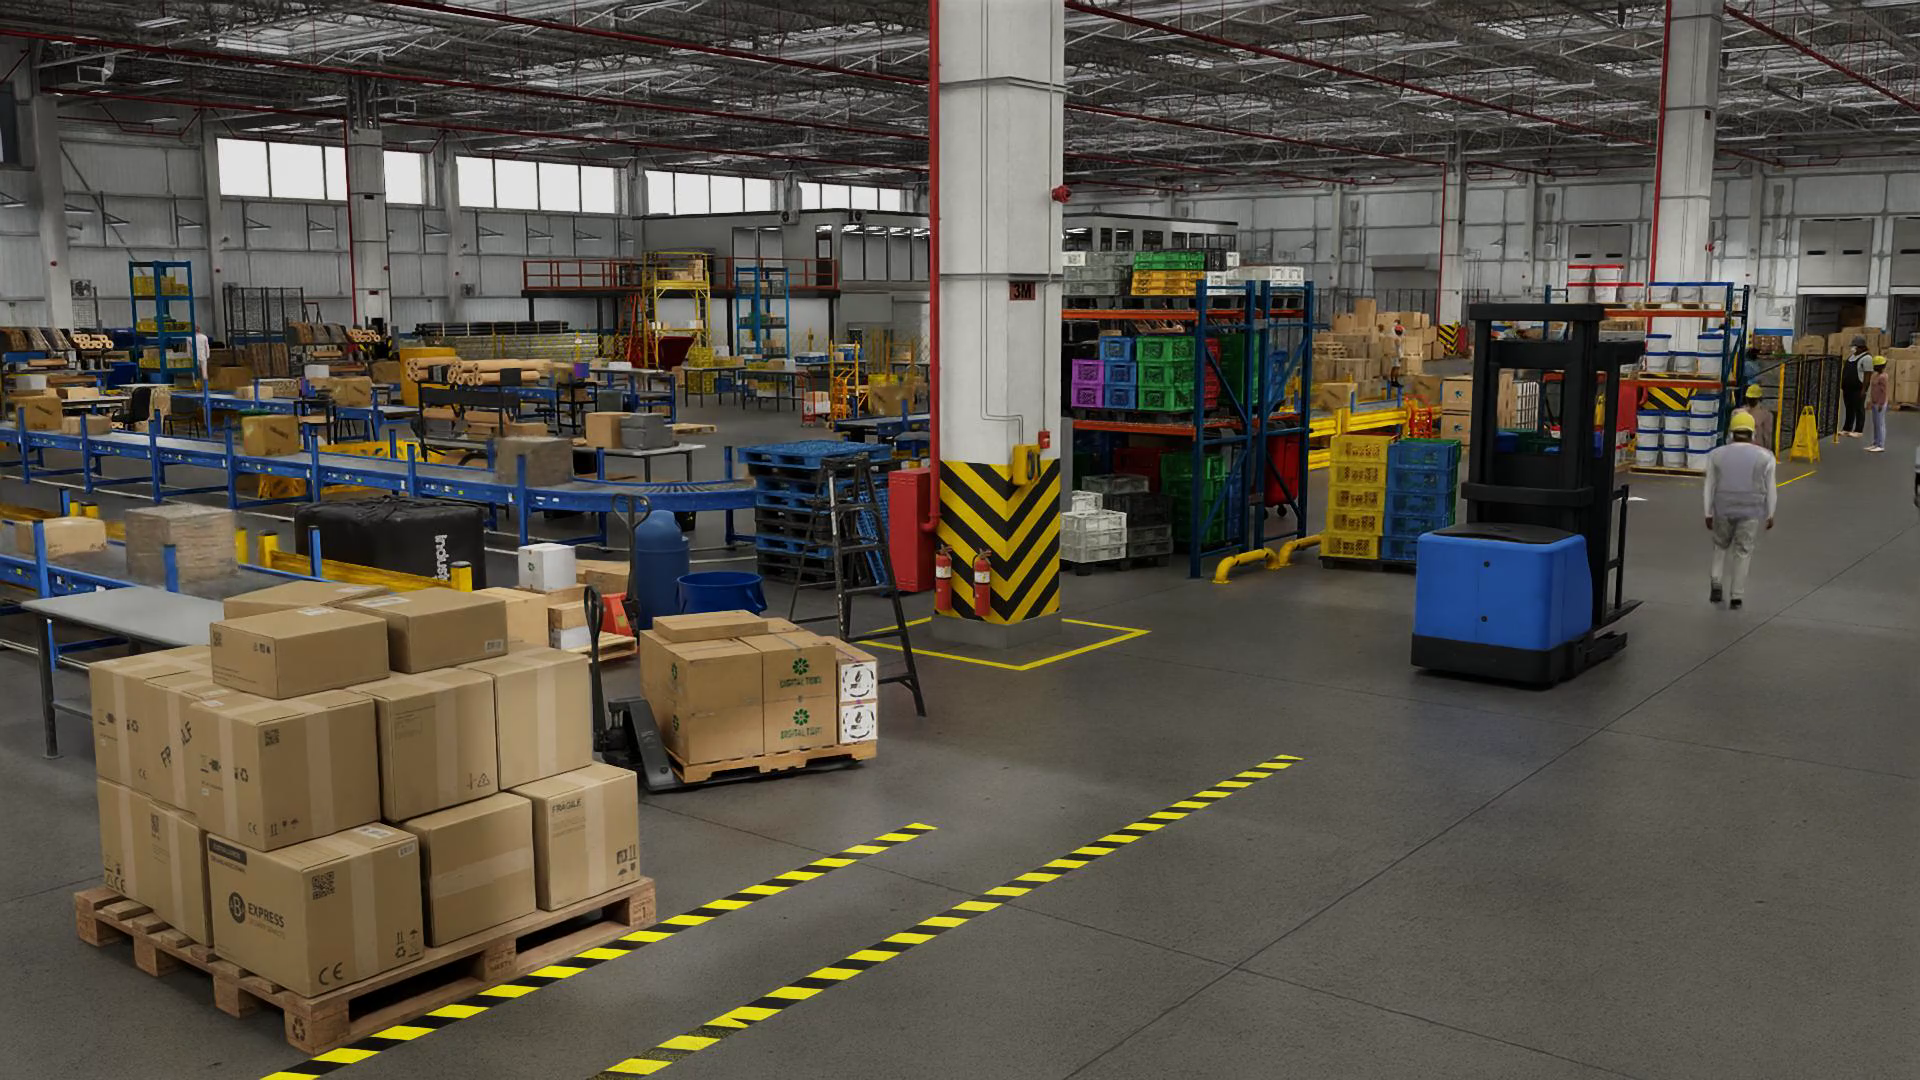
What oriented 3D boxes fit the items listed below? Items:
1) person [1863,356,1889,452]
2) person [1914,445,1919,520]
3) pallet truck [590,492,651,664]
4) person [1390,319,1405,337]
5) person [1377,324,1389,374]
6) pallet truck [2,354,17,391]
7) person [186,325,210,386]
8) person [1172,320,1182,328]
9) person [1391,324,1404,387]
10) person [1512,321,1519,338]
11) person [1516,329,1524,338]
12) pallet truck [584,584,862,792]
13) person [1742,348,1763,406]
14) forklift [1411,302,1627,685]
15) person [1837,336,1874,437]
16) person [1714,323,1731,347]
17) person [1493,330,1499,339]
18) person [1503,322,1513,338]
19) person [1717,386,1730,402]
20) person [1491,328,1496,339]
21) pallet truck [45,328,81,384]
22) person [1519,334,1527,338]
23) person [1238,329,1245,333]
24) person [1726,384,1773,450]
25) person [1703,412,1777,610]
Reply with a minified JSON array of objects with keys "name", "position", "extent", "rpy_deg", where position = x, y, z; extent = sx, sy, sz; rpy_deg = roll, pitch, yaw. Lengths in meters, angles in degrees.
[{"name":"person","position":[16.798,-2.489,30.447],"extent":[0.321,1.761,0.522],"rpy_deg":[2,9,14]},{"name":"person","position":[10.183,-0.487,17.257],"extent":[0.532,1.674,0.728],"rpy_deg":[5,10,30]},{"name":"pallet truck","position":[-3.115,0.344,12.883],"extent":[0.653,1.274,1.630],"rpy_deg":[7,11,37]},{"name":"person","position":[16.418,-7.330,62.470],"extent":[0.377,1.940,0.627],"rpy_deg":[-6,11,-37]},{"name":"person","position":[15.008,-6.819,59.522],"extent":[0.955,1.794,0.527],"rpy_deg":[3,9,16]},{"name":"pallet truck","position":[-24.881,-4.417,42.634],"extent":[1.885,1.965,0.823],"rpy_deg":[8,11,41]},{"name":"person","position":[-23.514,-5.663,51.344],"extent":[0.648,1.907,0.409],"rpy_deg":[-4,9,-25]},{"name":"person","position":[8.962,-8.160,68.251],"extent":[0.337,1.882,0.584],"rpy_deg":[-8,11,-42]},{"name":"person","position":[13.522,-5.689,51.410],"extent":[0.359,1.938,0.547],"rpy_deg":[-1,9,-9]},{"name":"person","position":[26.364,-9.762,78.914],"extent":[0.381,1.923,0.591],"rpy_deg":[3,9,19]},{"name":"person","position":[16.457,-5.304,49.211],"extent":[0.894,1.831,0.510],"rpy_deg":[5,10,28]},{"name":"pallet truck","position":[-1.426,0.805,10.019],"extent":[1.601,1.201,0.680],"rpy_deg":[-4,9,-26]},{"name":"person","position":[17.701,-3.425,37.009],"extent":[0.693,1.669,0.544],"rpy_deg":[7,11,40]},{"name":"forklift","position":[4.379,-0.438,12.852],"extent":[1.129,2.768,1.873],"rpy_deg":[7,11,37]},{"name":"person","position":[18.057,-3.098,33.599],"extent":[0.538,2.000,0.684],"rpy_deg":[-1,8,-6]},{"name":"person","position":[27.612,-6.956,60.351],"extent":[0.627,1.830,0.445],"rpy_deg":[2,9,11]},{"name":"person","position":[14.628,-4.810,45.672],"extent":[0.577,1.877,1.016],"rpy_deg":[-3,9,-21]},{"name":"person","position":[22.831,-8.232,69.330],"extent":[0.512,1.701,0.547],"rpy_deg":[-4,9,-25]},{"name":"person","position":[16.433,-3.235,36.049],"extent":[0.512,1.585,0.887],"rpy_deg":[-3,9,-20]},{"name":"person","position":[13.781,-4.542,43.510],"extent":[0.389,1.986,0.623],"rpy_deg":[1,9,9]},{"name":"pallet truck","position":[-23.775,-4.544,43.495],"extent":[1.885,1.965,0.823],"rpy_deg":[6,10,35]},{"name":"person","position":[14.642,-4.465,43.547],"extent":[0.538,1.828,0.963],"rpy_deg":[-5,10,-30]},{"name":"person","position":[7.967,-4.887,46.034],"extent":[0.665,1.926,0.667],"rpy_deg":[4,10,27]},{"name":"person","position":[10.318,-1.174,21.719],"extent":[0.519,1.731,0.904],"rpy_deg":[7,11,41]},{"name":"person","position":[7.198,-0.274,15.350],"extent":[0.602,1.812,0.600],"rpy_deg":[5,10,30]}]
